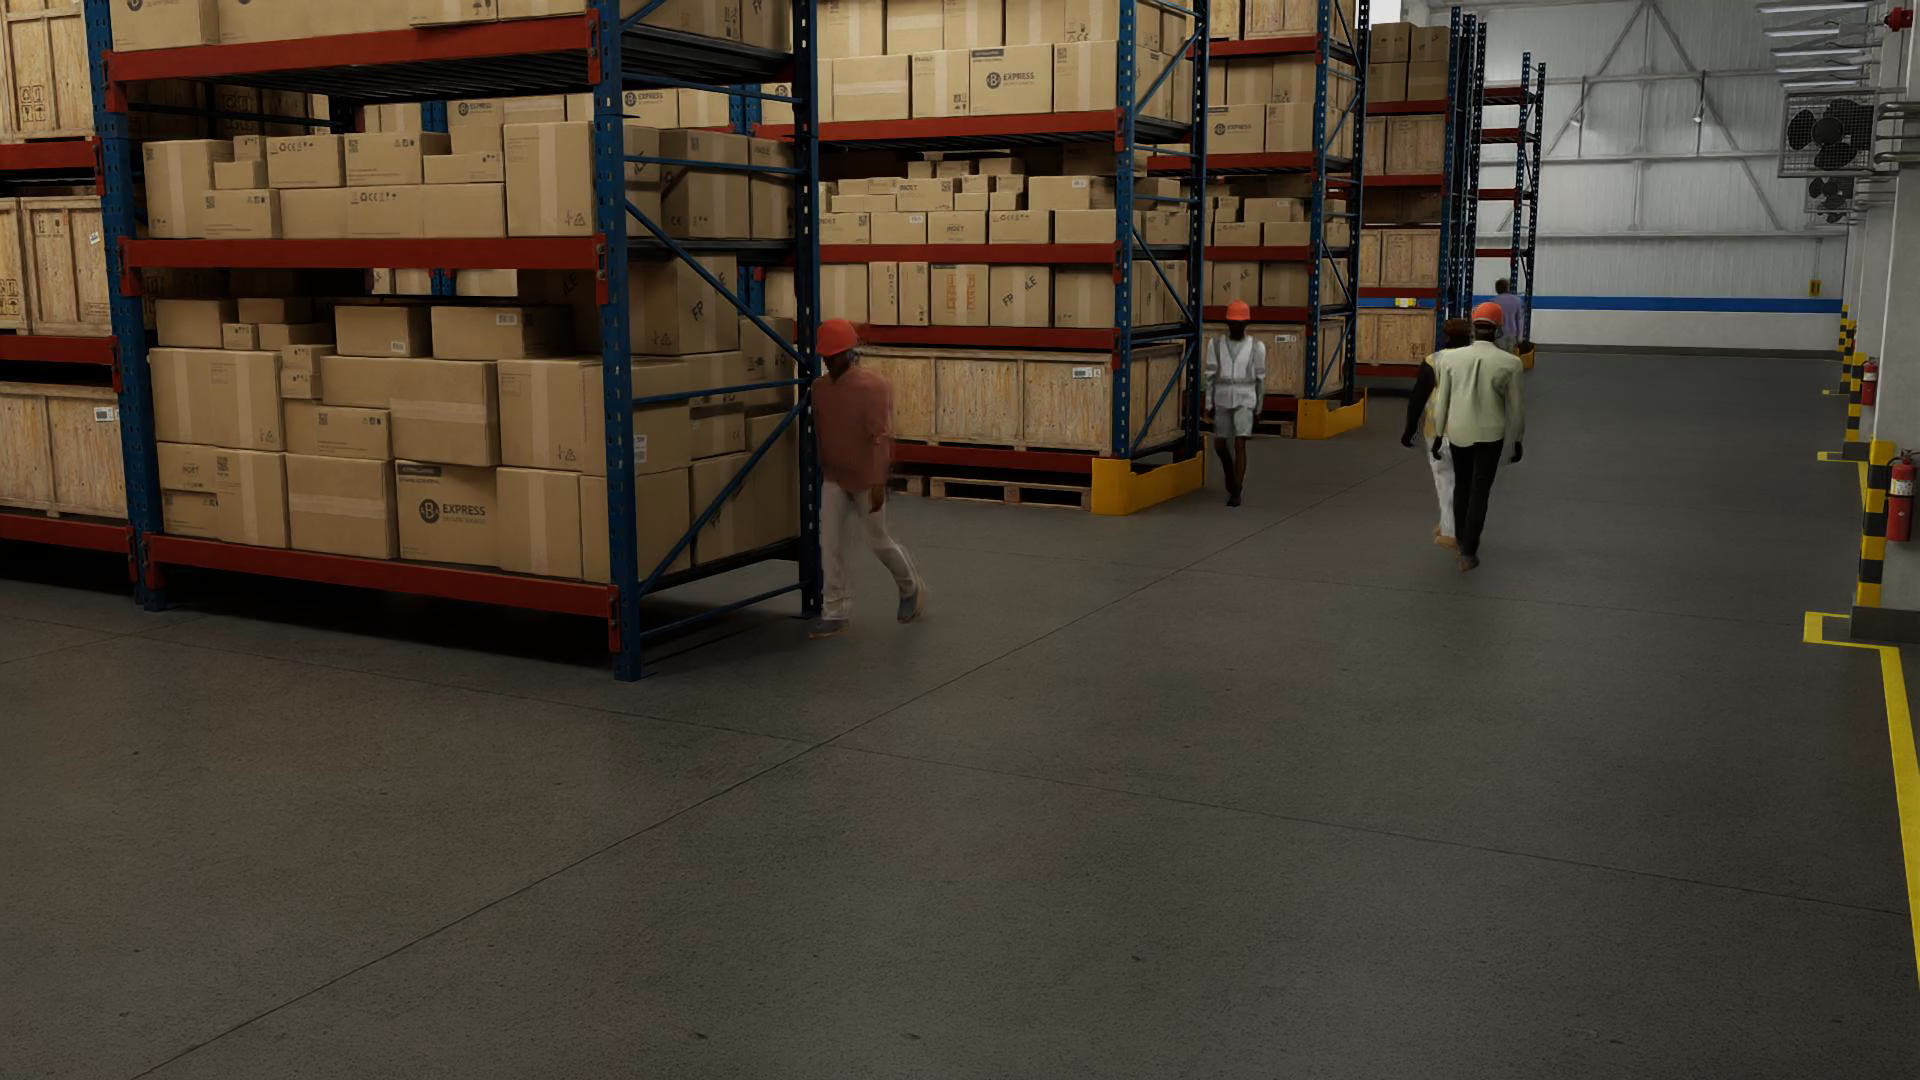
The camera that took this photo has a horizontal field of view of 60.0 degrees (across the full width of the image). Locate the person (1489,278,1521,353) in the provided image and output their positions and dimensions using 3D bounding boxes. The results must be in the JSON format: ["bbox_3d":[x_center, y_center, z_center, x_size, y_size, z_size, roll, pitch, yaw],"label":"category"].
[{"bbox_3d":[9.285,-3.485,28.228,0.653,1.915,0.616,-3,10,-16],"label":"person"}]

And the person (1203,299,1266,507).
[{"bbox_3d":[2.570,-1.289,15.496,0.552,1.918,0.648,3,10,19],"label":"person"}]

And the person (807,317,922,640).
[{"bbox_3d":[-0.594,-0.396,10.226,0.631,1.954,0.871,7,12,33],"label":"person"}]

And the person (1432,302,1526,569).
[{"bbox_3d":[3.920,-0.790,12.457,0.653,1.959,0.857,6,11,30],"label":"person"}]

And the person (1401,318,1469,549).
[{"bbox_3d":[3.875,-0.865,13.322,0.648,1.811,0.761,-3,10,-15],"label":"person"}]
